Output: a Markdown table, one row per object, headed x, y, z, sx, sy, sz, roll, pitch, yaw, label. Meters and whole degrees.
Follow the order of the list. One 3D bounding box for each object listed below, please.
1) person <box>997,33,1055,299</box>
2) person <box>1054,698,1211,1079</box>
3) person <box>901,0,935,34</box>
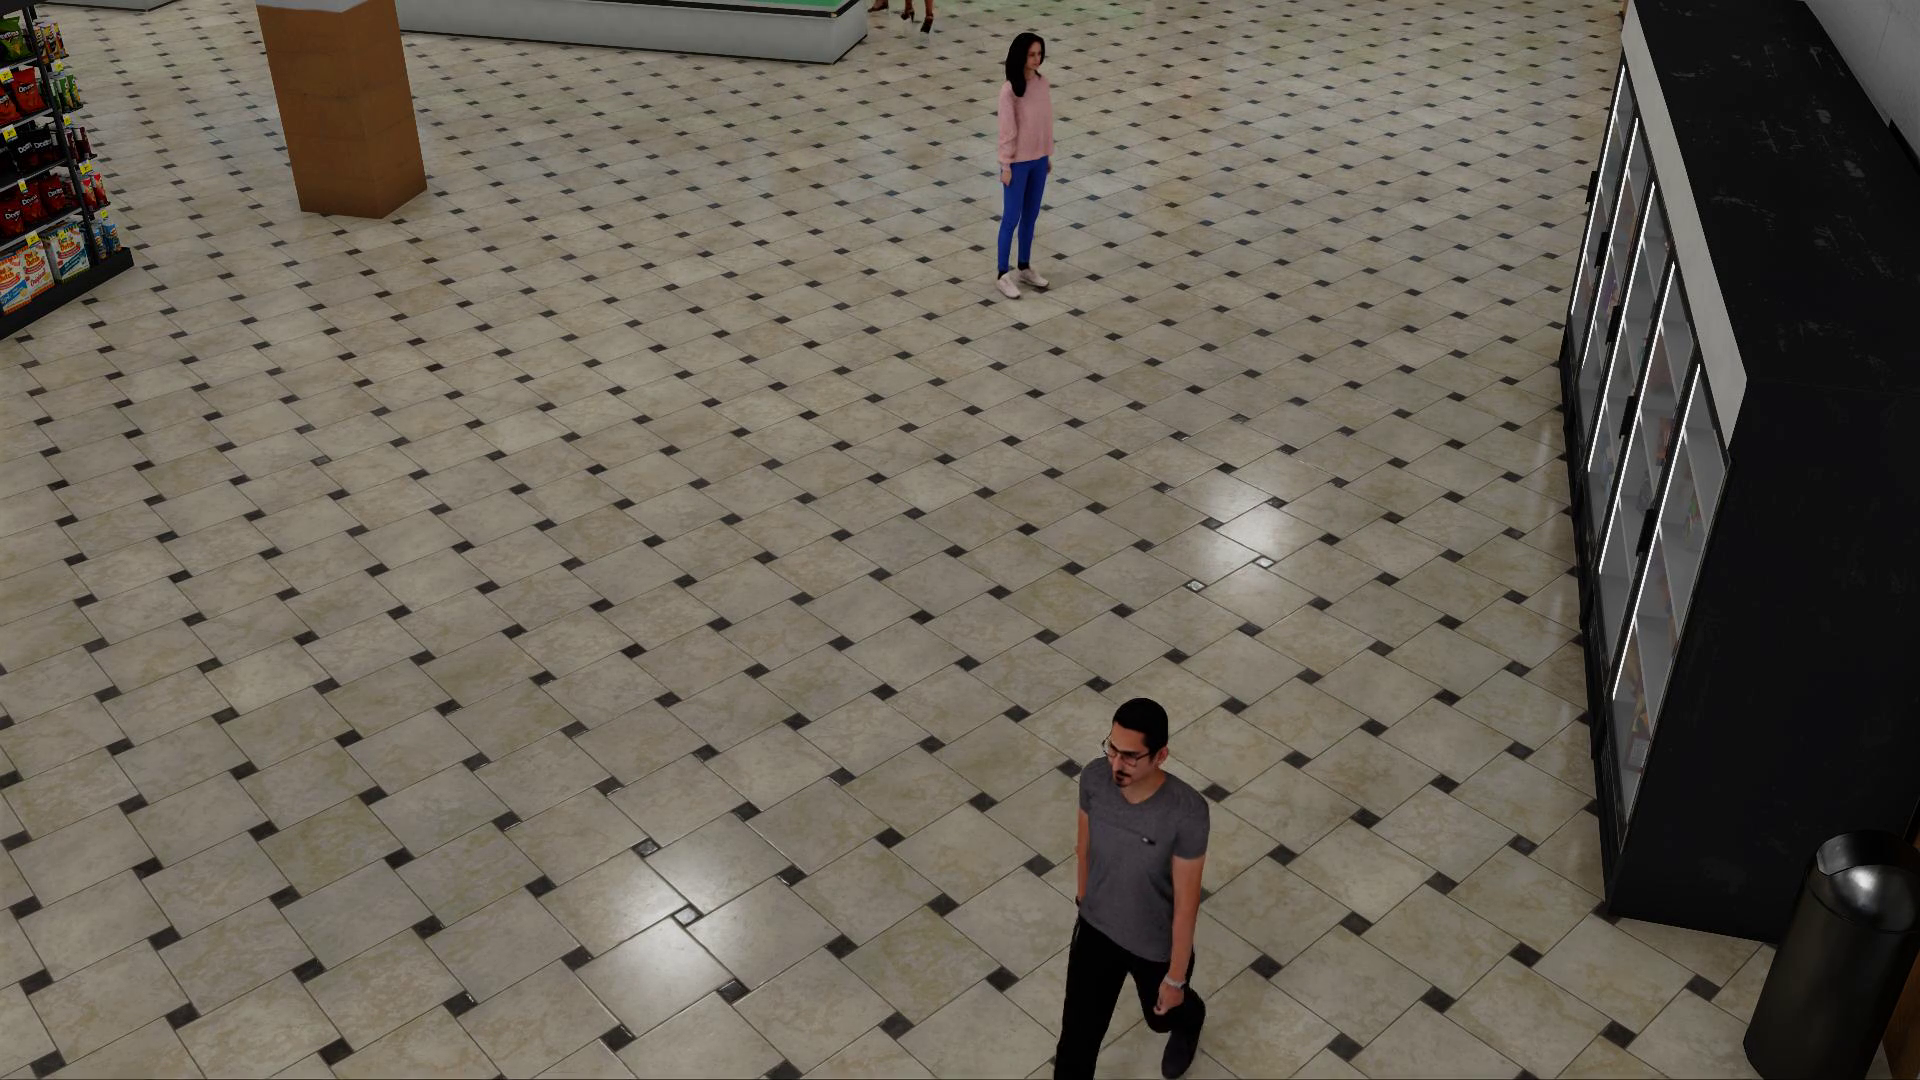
| x | y | z | sx | sy | sz | roll | pitch | yaw | label |
| --- | --- | --- | --- | --- | --- | --- | --- | --- | --- |
| 0.426 | -2.517 | 11.130 | 0.731 | 1.768 | 0.729 | -27 | 41 | -36 | person |
| 0.595 | 1.185 | 5.210 | 1.102 | 1.738 | 0.858 | 16 | 35 | 24 | person |
| -0.406 | -5.943 | 16.673 | 1.095 | 1.729 | 1.041 | -11 | 34 | -18 | person |
